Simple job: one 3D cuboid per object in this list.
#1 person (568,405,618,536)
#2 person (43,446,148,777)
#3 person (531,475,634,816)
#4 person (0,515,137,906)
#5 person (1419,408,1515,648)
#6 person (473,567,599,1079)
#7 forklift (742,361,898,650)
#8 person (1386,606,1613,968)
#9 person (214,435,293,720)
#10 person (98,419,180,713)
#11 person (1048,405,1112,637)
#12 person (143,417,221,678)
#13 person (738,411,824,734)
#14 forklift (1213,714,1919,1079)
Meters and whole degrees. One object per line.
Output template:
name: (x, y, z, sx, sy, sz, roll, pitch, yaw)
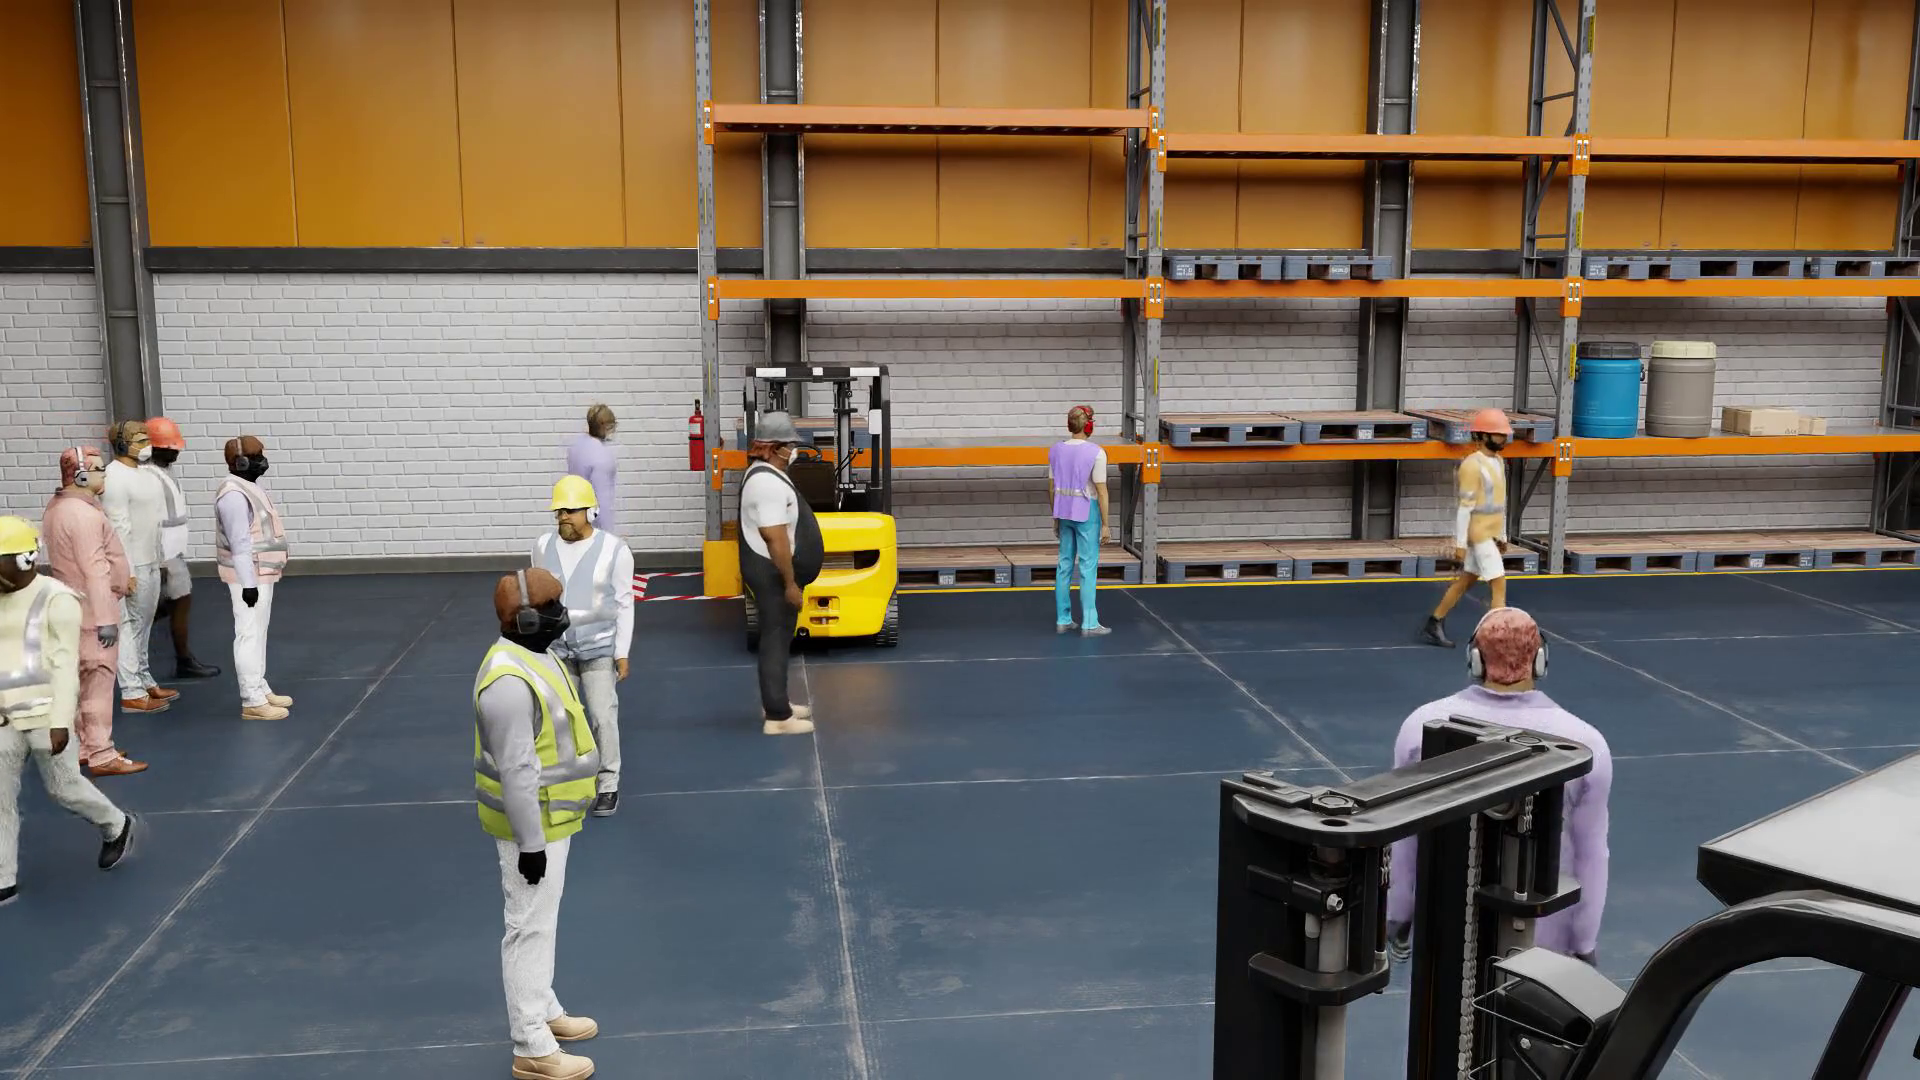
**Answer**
person: (-2.822, -0.095, 12.797, 0.370, 1.903, 0.726, -7, 11, -37)
person: (-5.000, 0.406, 9.604, 0.409, 1.906, 0.651, -8, 12, -42)
person: (-2.032, 0.562, 8.861, 0.586, 1.833, 0.403, 1, 9, 8)
person: (-4.264, 0.765, 7.698, 0.595, 1.803, 0.805, 2, 9, 15)
person: (3.932, -0.062, 12.581, 0.970, 1.896, 0.556, 7, 12, 38)
person: (-1.519, 1.012, 6.021, 0.429, 1.847, 0.626, -1, 9, -8)
forklift: (-1.154, -0.340, 13.365, 1.214, 2.155, 2.313, -1, 9, -7)
person: (1.610, 1.150, 5.059, 0.657, 1.879, 0.679, 4, 10, 24)
person: (-4.595, 0.240, 10.835, 0.429, 1.847, 0.627, -3, 9, -16)
person: (-5.443, 0.168, 10.988, 0.361, 1.939, 0.635, -2, 9, -13)
person: (0.942, -0.149, 13.246, 0.565, 1.850, 0.390, 8, 12, 41)
person: (-5.661, 0.075, 11.688, 0.661, 1.900, 0.574, -2, 9, -13)
person: (-1.123, 0.195, 10.506, 0.535, 2.000, 0.688, -2, 9, -11)
forklift: (1.441, 1.425, 2.350, 1.214, 2.155, 2.313, -7, 12, -39)
